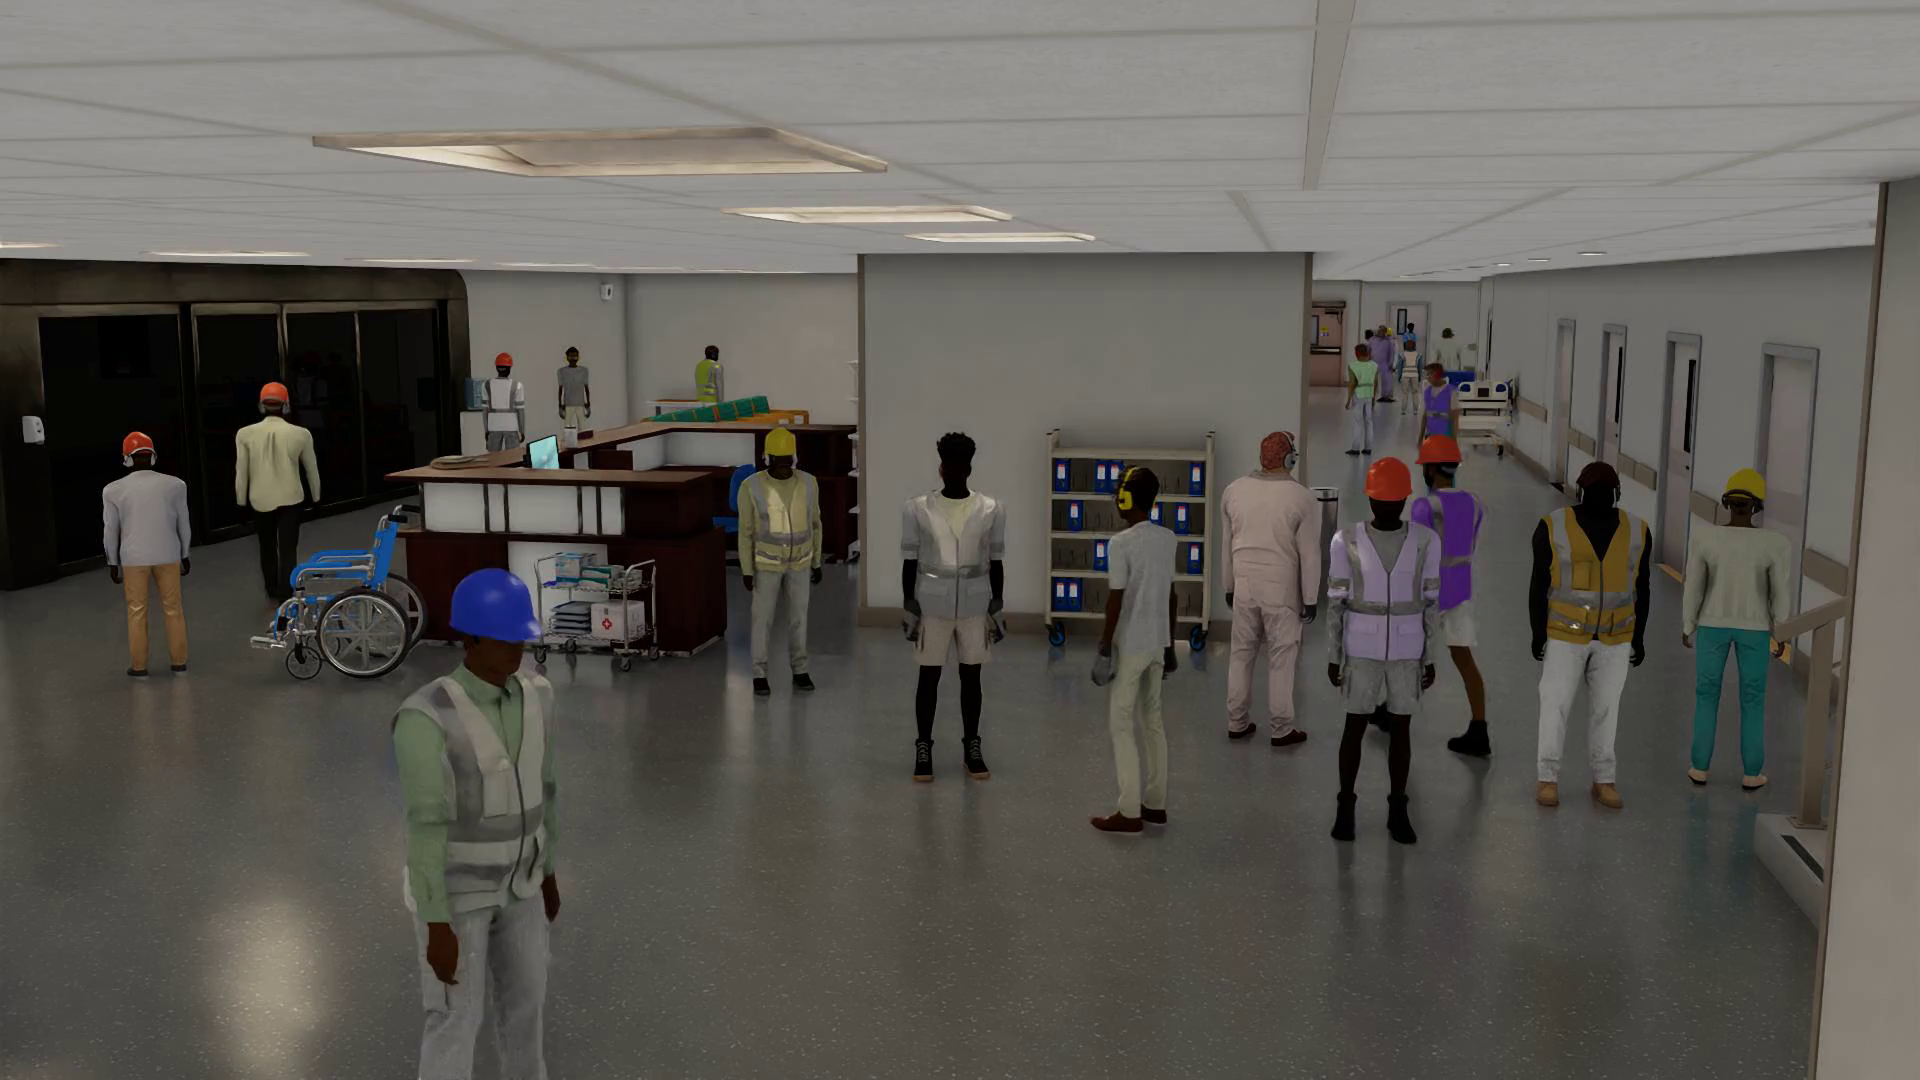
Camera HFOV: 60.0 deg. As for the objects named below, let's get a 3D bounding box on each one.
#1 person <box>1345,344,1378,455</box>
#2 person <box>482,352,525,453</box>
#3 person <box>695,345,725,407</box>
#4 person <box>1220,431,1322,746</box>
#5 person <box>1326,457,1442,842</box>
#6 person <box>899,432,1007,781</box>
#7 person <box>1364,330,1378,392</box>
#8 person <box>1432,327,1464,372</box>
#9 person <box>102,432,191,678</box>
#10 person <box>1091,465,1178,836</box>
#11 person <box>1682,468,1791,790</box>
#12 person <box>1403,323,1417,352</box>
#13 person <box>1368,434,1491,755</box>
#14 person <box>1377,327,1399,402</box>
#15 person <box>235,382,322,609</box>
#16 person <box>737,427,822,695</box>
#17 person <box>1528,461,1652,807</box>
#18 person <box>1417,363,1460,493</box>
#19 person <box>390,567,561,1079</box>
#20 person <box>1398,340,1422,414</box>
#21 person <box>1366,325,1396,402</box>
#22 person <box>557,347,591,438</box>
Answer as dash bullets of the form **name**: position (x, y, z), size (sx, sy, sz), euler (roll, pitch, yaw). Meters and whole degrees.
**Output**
- **person**: position (6.673, -2.331, 27.621), size (0.563, 1.838, 0.390), euler (-4, 9, -23)
- **person**: position (-5.900, -1.459, 21.554), size (0.544, 1.933, 0.379), euler (0, 9, -2)
- **person**: position (-4.107, -2.289, 27.409), size (0.639, 1.832, 0.432), euler (8, 12, 43)
- **person**: position (1.882, 0.293, 10.027), size (0.648, 1.901, 0.399), euler (7, 11, 37)
- **person**: position (2.094, 0.547, 8.241), size (0.546, 1.929, 0.383), euler (1, 9, 7)
- **person**: position (-0.036, 0.371, 9.285), size (0.600, 1.960, 0.374), euler (-1, 9, -8)
- **person**: position (10.955, -4.758, 44.291), size (0.428, 1.664, 0.539), euler (1, 9, 9)
- **person**: position (10.755, -3.721, 36.627), size (0.717, 1.909, 0.438), euler (2, 9, 15)
- **person**: position (-5.742, 0.105, 11.767), size (0.564, 1.743, 0.353), euler (-6, 10, -35)
- **person**: position (0.906, 0.553, 8.424), size (0.336, 1.859, 0.521), euler (8, 12, 43)
- **person**: position (4.262, 0.487, 9.156), size (0.535, 1.767, 0.316), euler (4, 10, 27)
- **person**: position (14.079, -5.939, 52.025), size (0.541, 1.696, 0.315), euler (-4, 10, -26)
- **person**: position (2.866, 0.308, 9.974), size (0.567, 1.881, 1.009), euler (-5, 10, -28)
- **person**: position (10.408, -4.266, 40.521), size (0.403, 1.824, 0.593), euler (-4, 10, -26)
- **person**: position (-5.724, -0.343, 14.022), size (0.651, 1.952, 0.942), euler (-2, 9, -15)
- **person**: position (-1.208, 0.144, 11.266), size (0.597, 1.824, 0.413), euler (-4, 9, -25)
- **person**: position (3.338, 0.501, 8.823), size (0.625, 1.844, 0.429), euler (1, 9, 6)
- **person**: position (6.056, -1.304, 20.895), size (0.401, 1.819, 0.631), euler (-4, 9, -23)
- **person**: position (-1.406, 1.033, 4.970), size (0.432, 1.942, 0.630), euler (5, 10, 30)
- **person**: position (9.863, -3.567, 36.473), size (0.515, 1.641, 0.315), euler (1, 9, 8)
- **person**: position (10.220, -4.277, 40.397), size (0.873, 1.887, 0.410), euler (5, 10, 29)
- **person**: position (-6.009, -2.081, 25.923), size (0.502, 1.857, 0.326), euler (-4, 9, -23)
